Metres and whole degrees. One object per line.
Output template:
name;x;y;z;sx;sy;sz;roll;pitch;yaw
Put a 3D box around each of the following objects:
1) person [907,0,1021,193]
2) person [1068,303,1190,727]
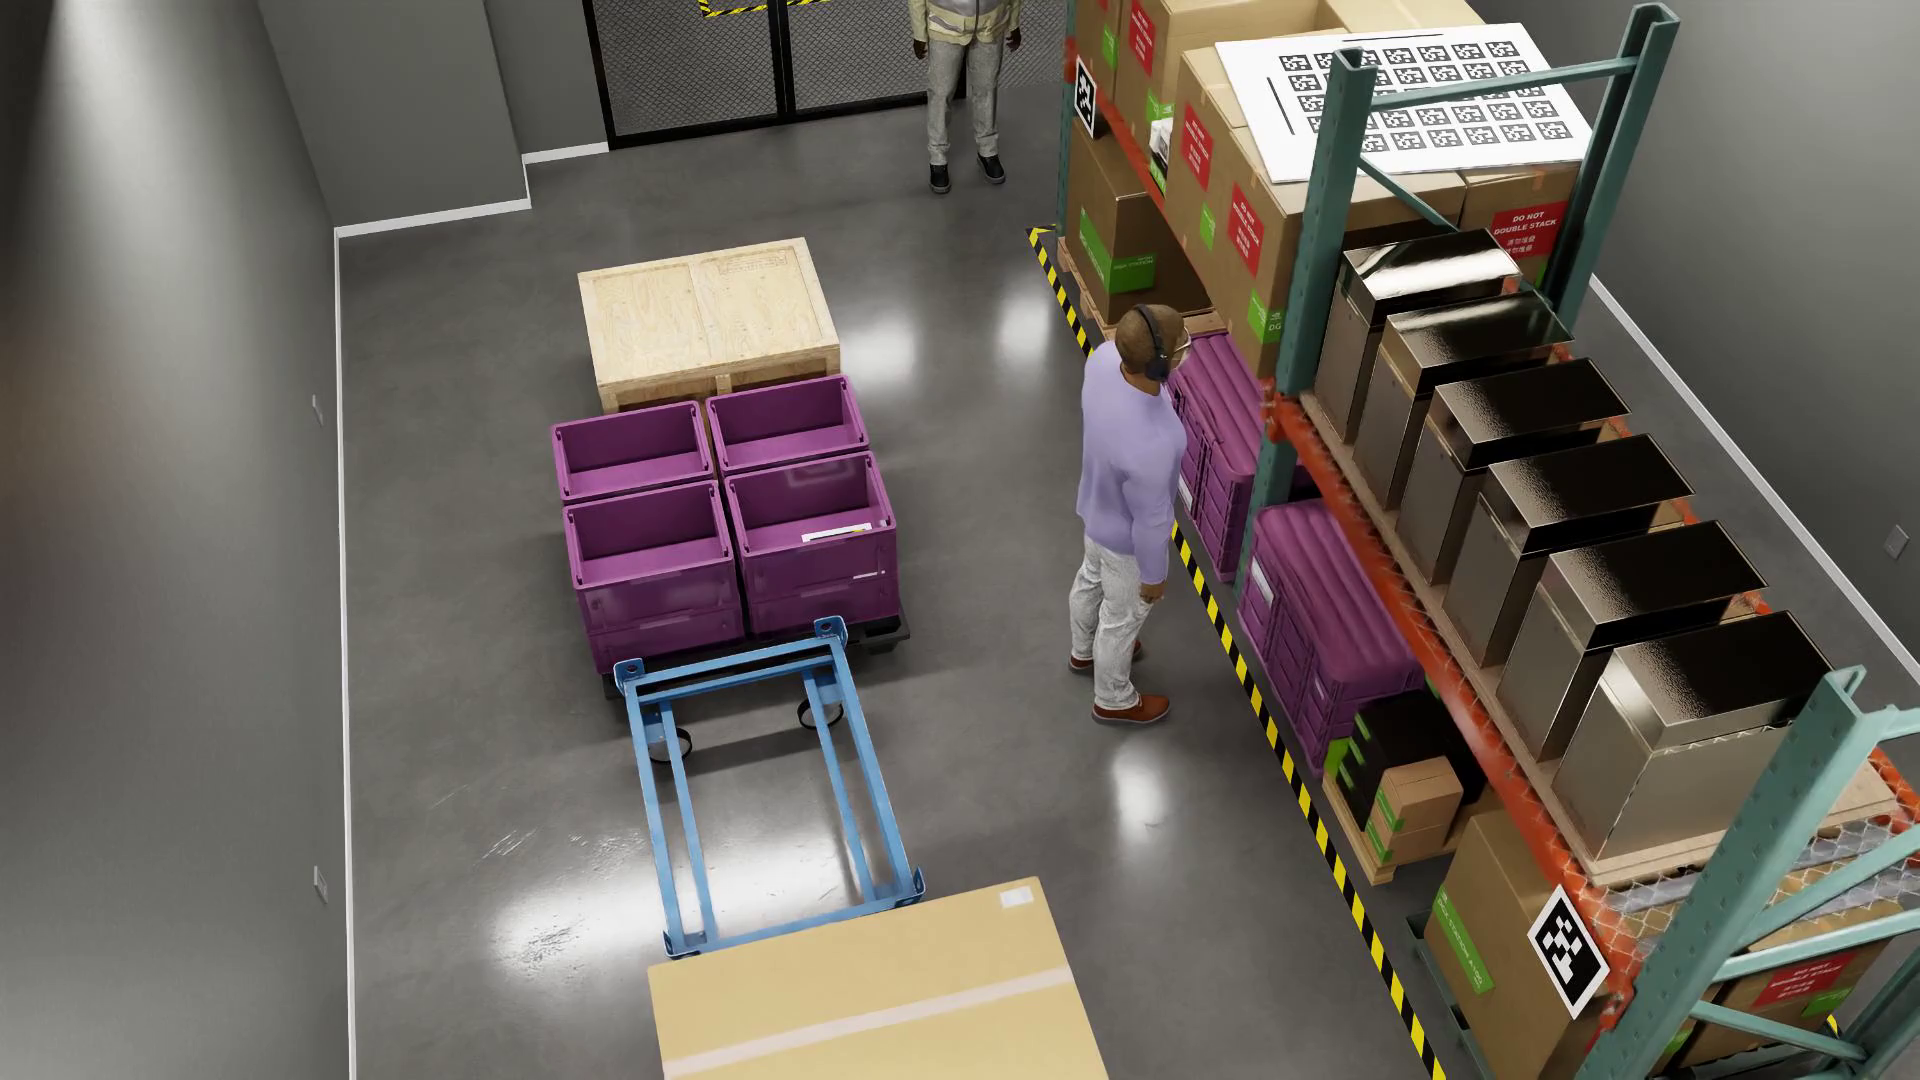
person;0.035;-2.600;8.346;0.593;1.833;0.404;-11;48;-10
person;0.604;-0.069;5.950;0.370;1.940;0.631;-11;48;-10
